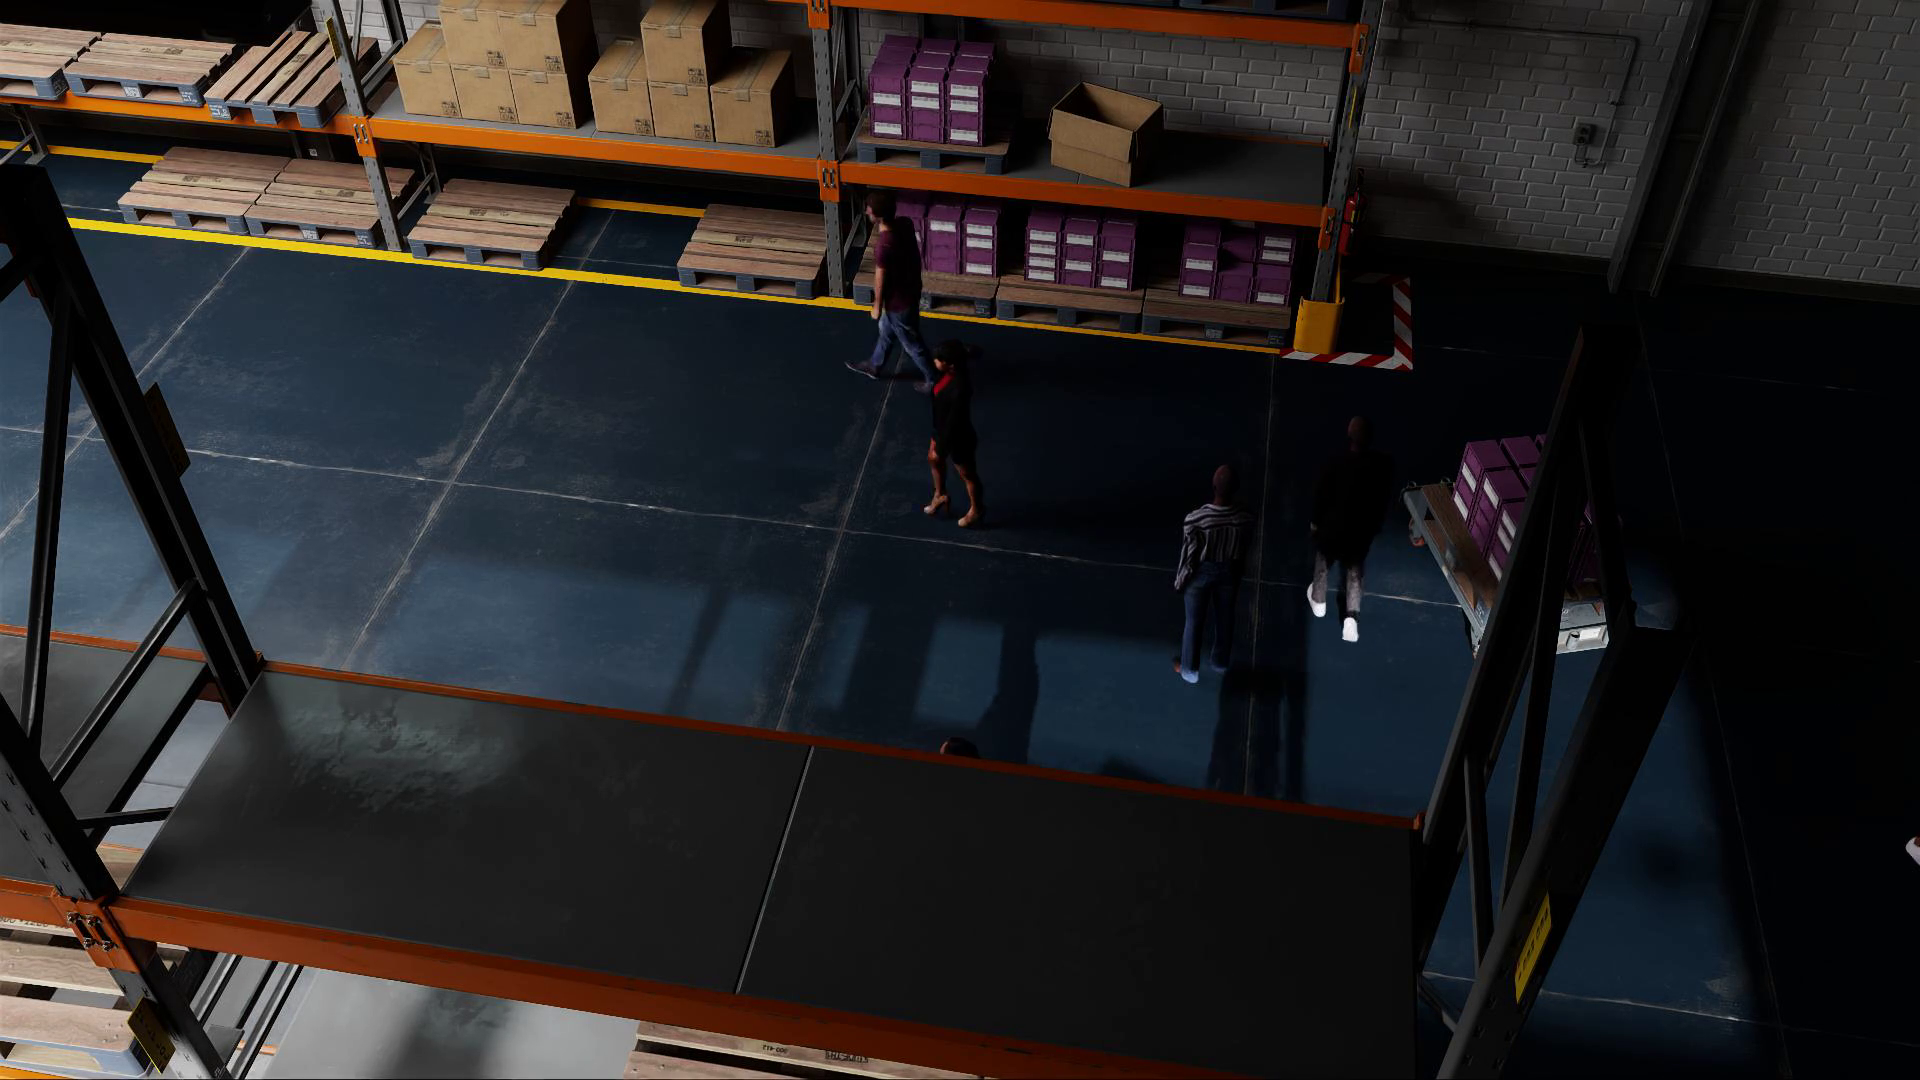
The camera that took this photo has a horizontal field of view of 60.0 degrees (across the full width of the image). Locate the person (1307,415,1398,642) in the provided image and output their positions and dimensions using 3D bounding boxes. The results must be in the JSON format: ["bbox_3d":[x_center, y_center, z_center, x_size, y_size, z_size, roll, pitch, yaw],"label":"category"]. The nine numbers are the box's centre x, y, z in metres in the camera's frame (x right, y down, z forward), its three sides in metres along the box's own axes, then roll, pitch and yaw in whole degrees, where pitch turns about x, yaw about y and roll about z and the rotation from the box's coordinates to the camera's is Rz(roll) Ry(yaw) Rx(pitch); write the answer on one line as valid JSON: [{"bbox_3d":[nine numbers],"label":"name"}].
[{"bbox_3d":[2.524,-0.045,10.785,0.907,1.743,0.787,1,44,1],"label":"person"}]

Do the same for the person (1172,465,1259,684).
[{"bbox_3d":[1.594,0.233,10.456,0.608,1.796,0.750,-10,45,-10],"label":"person"}]

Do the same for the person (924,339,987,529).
[{"bbox_3d":[0.064,-0.723,11.583,0.753,1.625,0.687,-9,44,-9],"label":"person"}]

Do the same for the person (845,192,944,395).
[{"bbox_3d":[-0.372,-1.838,12.628,1.107,1.798,0.771,17,46,17],"label":"person"}]
